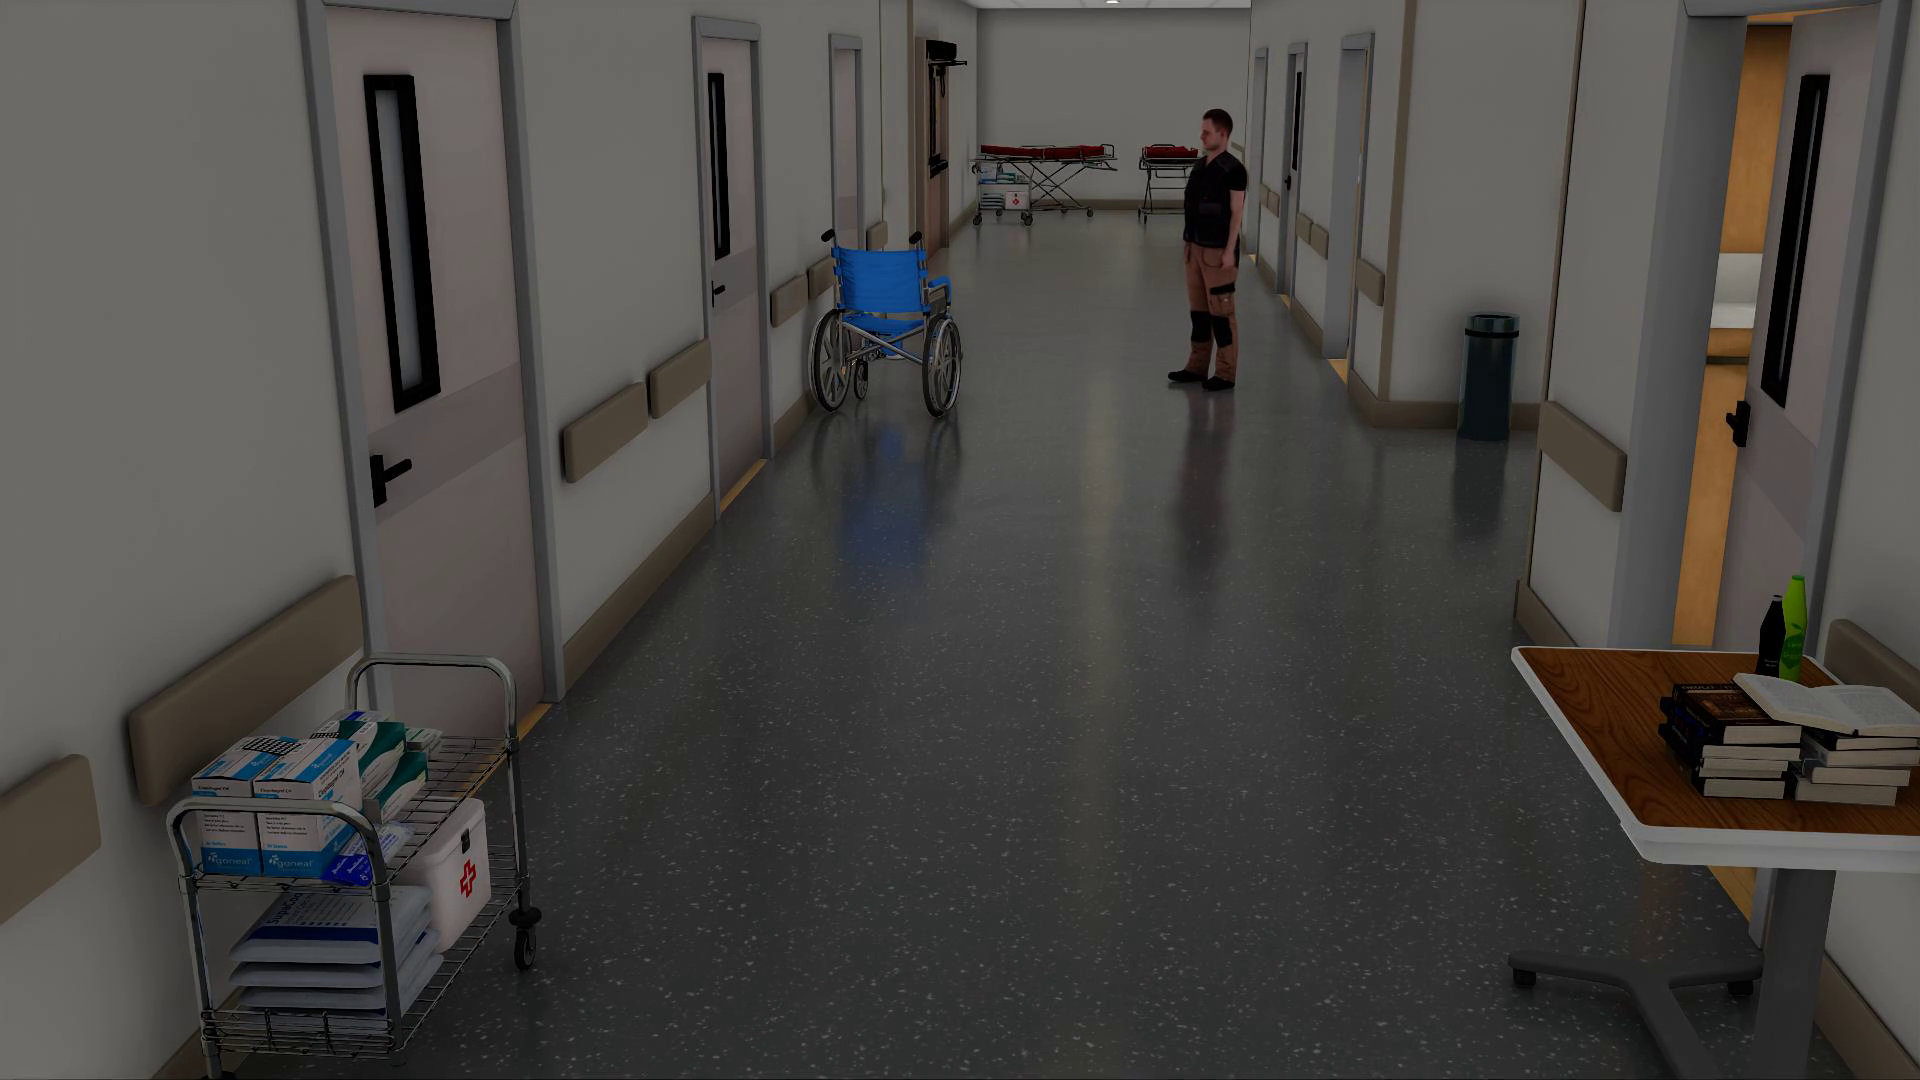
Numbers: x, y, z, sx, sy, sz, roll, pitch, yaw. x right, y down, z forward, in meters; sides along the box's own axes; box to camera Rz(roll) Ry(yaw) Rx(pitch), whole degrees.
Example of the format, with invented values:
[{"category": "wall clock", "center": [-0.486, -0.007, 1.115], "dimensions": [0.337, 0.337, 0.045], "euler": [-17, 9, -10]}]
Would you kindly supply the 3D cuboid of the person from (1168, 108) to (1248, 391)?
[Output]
[{"category": "person", "center": [1.709, -1.952, 11.152], "dimensions": [0.839, 1.842, 0.731], "euler": [-8, 18, -27]}]
